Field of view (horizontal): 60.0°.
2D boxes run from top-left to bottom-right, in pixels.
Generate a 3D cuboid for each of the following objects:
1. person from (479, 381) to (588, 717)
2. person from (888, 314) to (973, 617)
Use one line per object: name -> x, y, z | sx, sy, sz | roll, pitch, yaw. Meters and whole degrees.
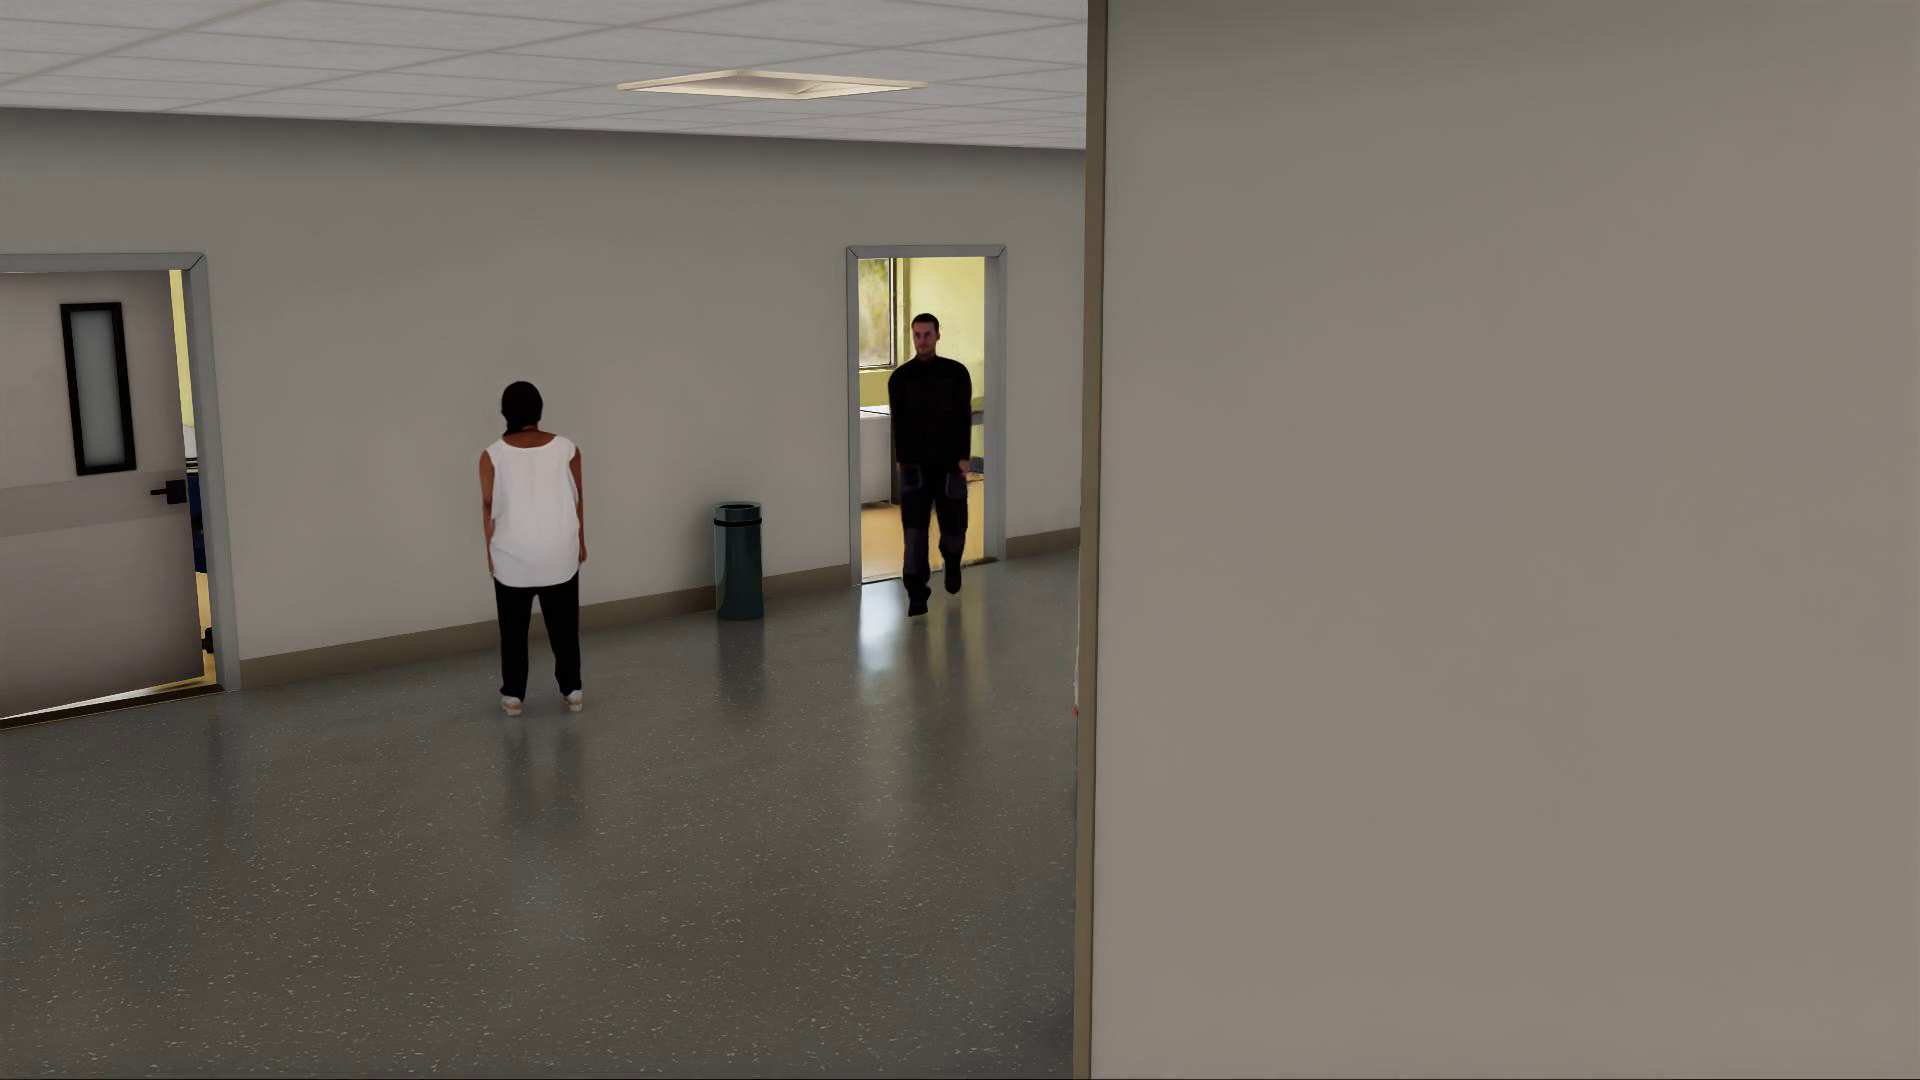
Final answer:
person -> -2.153, 0.039, 8.383 | 0.690, 1.685, 0.818 | -3, 11, -15
person -> -0.165, -0.481, 10.581 | 1.122, 1.888, 1.157 | 1, 11, 3
